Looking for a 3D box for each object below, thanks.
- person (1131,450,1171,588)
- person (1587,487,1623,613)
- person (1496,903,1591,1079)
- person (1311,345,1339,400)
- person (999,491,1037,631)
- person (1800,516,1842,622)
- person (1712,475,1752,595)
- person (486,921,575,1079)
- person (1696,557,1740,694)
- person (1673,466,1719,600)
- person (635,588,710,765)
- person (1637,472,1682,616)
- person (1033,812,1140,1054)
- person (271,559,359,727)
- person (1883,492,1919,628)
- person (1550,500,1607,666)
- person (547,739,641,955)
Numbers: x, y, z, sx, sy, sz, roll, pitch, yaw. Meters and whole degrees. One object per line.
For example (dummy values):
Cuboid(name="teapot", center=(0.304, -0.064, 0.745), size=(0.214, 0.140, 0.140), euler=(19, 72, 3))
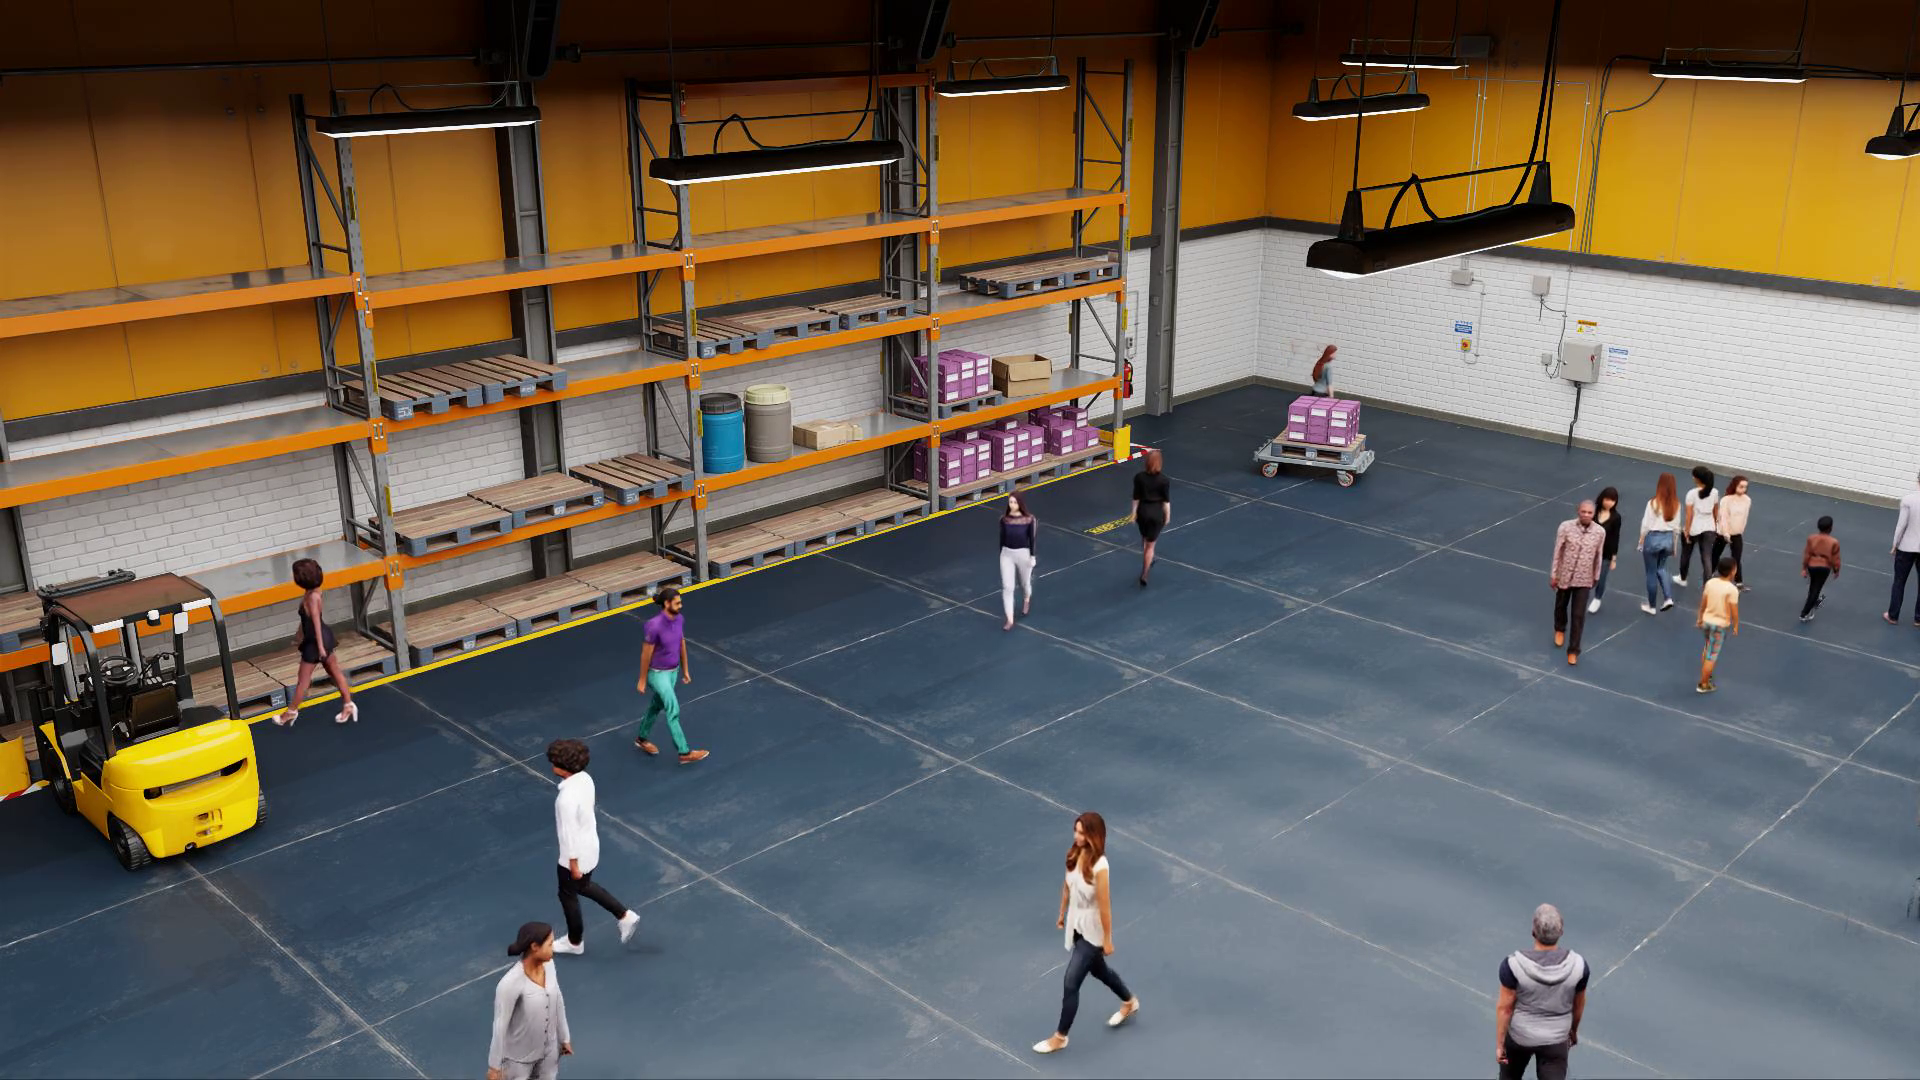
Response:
Cuboid(name="person", center=(2.298, -0.231, 20.257), size=(0.866, 1.673, 1.113), euler=(7, 20, 20))
Cuboid(name="person", center=(7.420, 0.145, 19.260), size=(0.748, 1.597, 1.124), euler=(12, 22, 32))
Cuboid(name="person", center=(3.546, 3.116, 10.133), size=(1.120, 1.791, 1.305), euler=(4, 19, 11))
Cuboid(name="person", center=(5.615, -2.224, 26.127), size=(0.786, 1.703, 0.745), euler=(-7, 20, -19))
Cuboid(name="person", center=(0.670, 0.211, 19.086), size=(0.916, 1.582, 1.115), euler=(5, 19, 16))
Cuboid(name="person", center=(9.911, 0.352, 19.236), size=(0.907, 1.220, 0.599), euler=(-14, 23, -35))
Cuboid(name="person", center=(9.298, -0.089, 20.192), size=(0.949, 1.445, 0.979), euler=(-1, 19, -4))
Cuboid(name="person", center=(-2.716, 3.135, 10.211), size=(0.929, 1.706, 0.704), euler=(17, 25, 41))
Cuboid(name="person", center=(7.808, 0.891, 17.276), size=(0.722, 1.449, 0.626), euler=(-11, 21, -29))
Cuboid(name="person", center=(8.857, -0.045, 19.837), size=(1.088, 1.589, 1.179), euler=(1, 19, 3))
Cuboid(name="person", center=(-2.900, 1.273, 15.721), size=(0.963, 1.718, 1.133), euler=(11, 21, 28))
Cuboid(name="person", center=(8.140, 0.081, 19.264), size=(0.768, 1.715, 0.817), euler=(-3, 19, -8))
Cuboid(name="person", center=(0.971, 2.683, 11.489), size=(1.185, 1.747, 0.878), euler=(-8, 20, -23))
Cuboid(name="person", center=(-6.228, 1.029, 16.389), size=(1.093, 1.754, 0.894), euler=(-4, 19, -13))
Cuboid(name="person", center=(10.968, 0.077, 19.064), size=(0.760, 1.850, 0.737), euler=(6, 19, 16))
Cuboid(name="person", center=(6.720, 0.399, 18.239), size=(0.997, 1.767, 1.275), euler=(6, 20, 18))
Cuboid(name="person", center=(-2.796, 2.318, 12.503), size=(1.009, 1.790, 0.995), euler=(2, 19, 7))
